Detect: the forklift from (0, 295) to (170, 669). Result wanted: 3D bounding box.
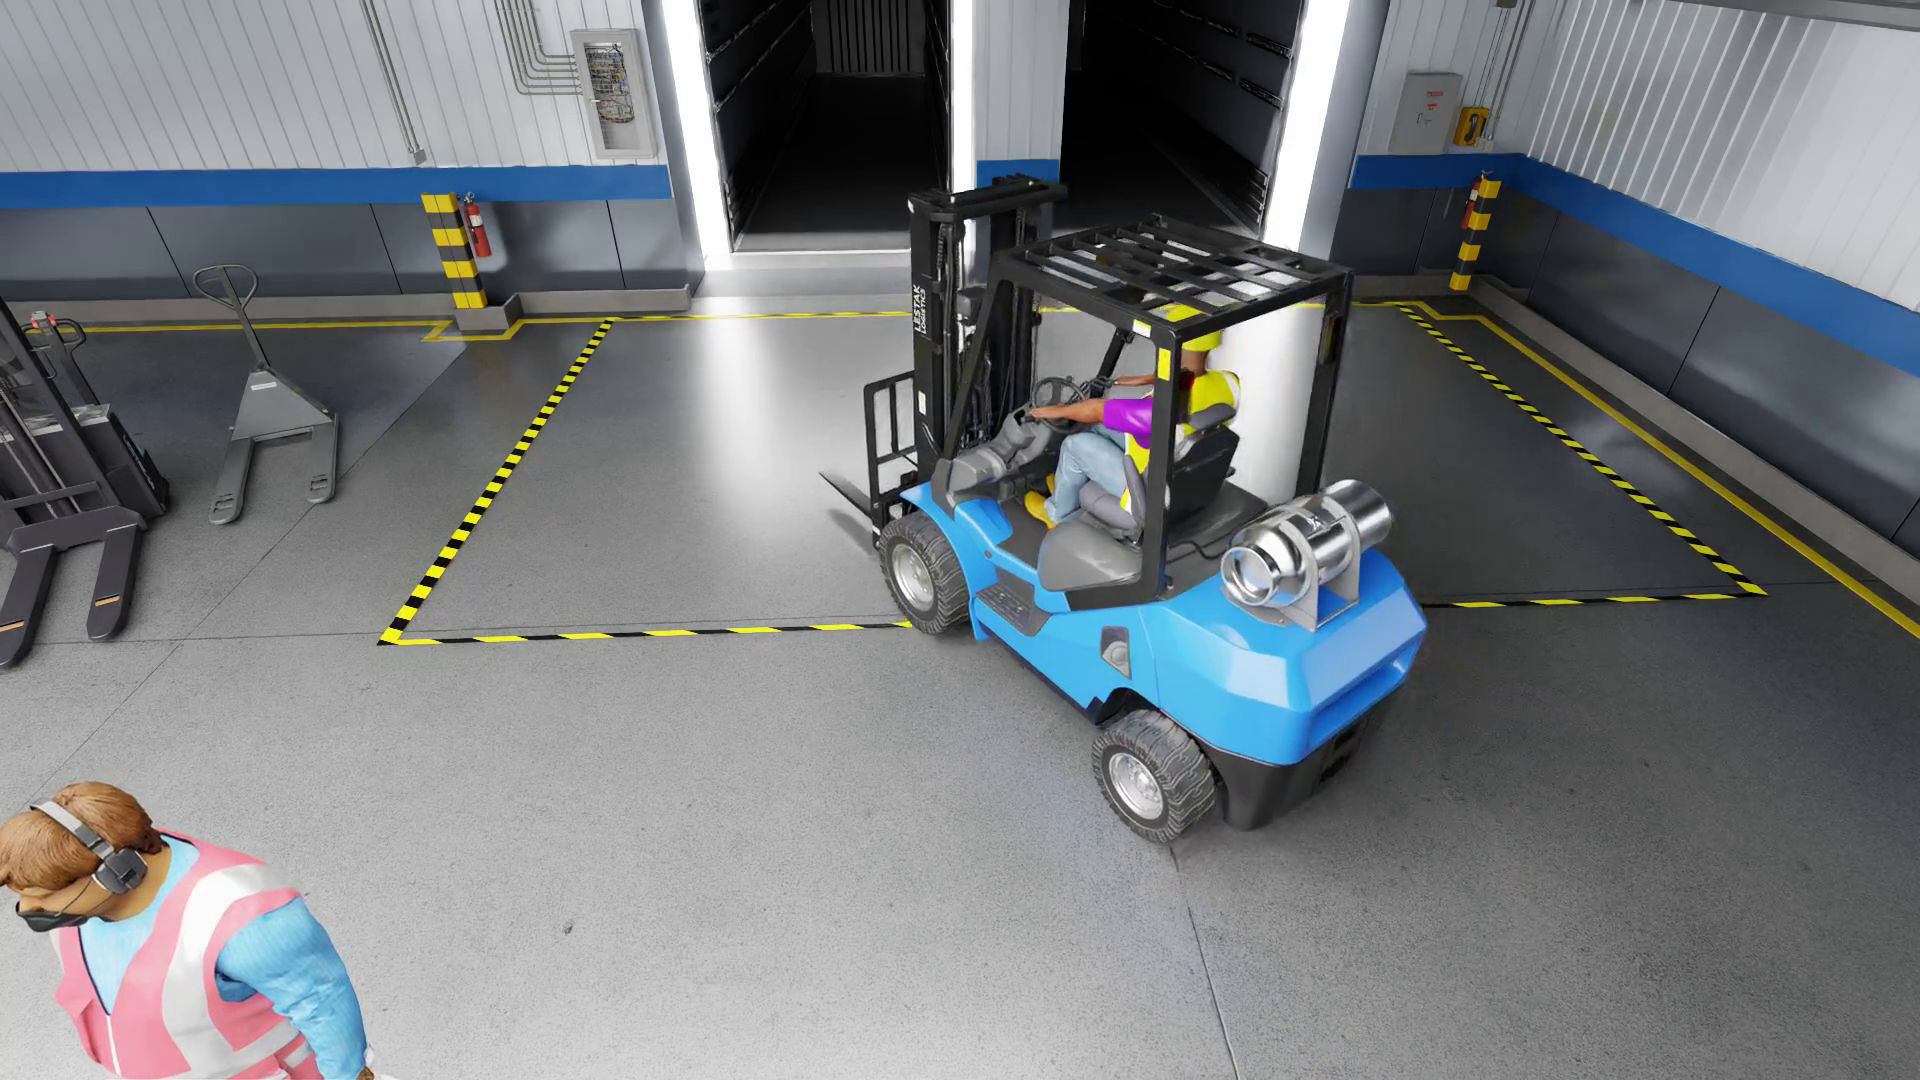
[{"bbox_3d":[-5.212,-0.618,4.878,0.823,1.965,1.885,-20,39,-26],"label":"forklift"}]

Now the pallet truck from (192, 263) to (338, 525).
[{"bbox_3d":[-4.778,-1.027,6.128,0.680,1.201,1.601,-17,38,-23],"label":"pallet truck"}]

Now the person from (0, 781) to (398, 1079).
[{"bbox_3d":[-1.770,1.270,2.299,0.634,1.841,0.429,9,36,13],"label":"person"}]

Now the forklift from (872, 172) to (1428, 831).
[{"bbox_3d":[0.739,-0.339,4.167,1.157,2.036,2.680,-23,41,-30],"label":"forklift"}]

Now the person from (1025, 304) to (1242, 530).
[{"bbox_3d":[0.709,-0.523,4.102,0.635,1.294,1.004,-23,41,-30],"label":"person"}]
